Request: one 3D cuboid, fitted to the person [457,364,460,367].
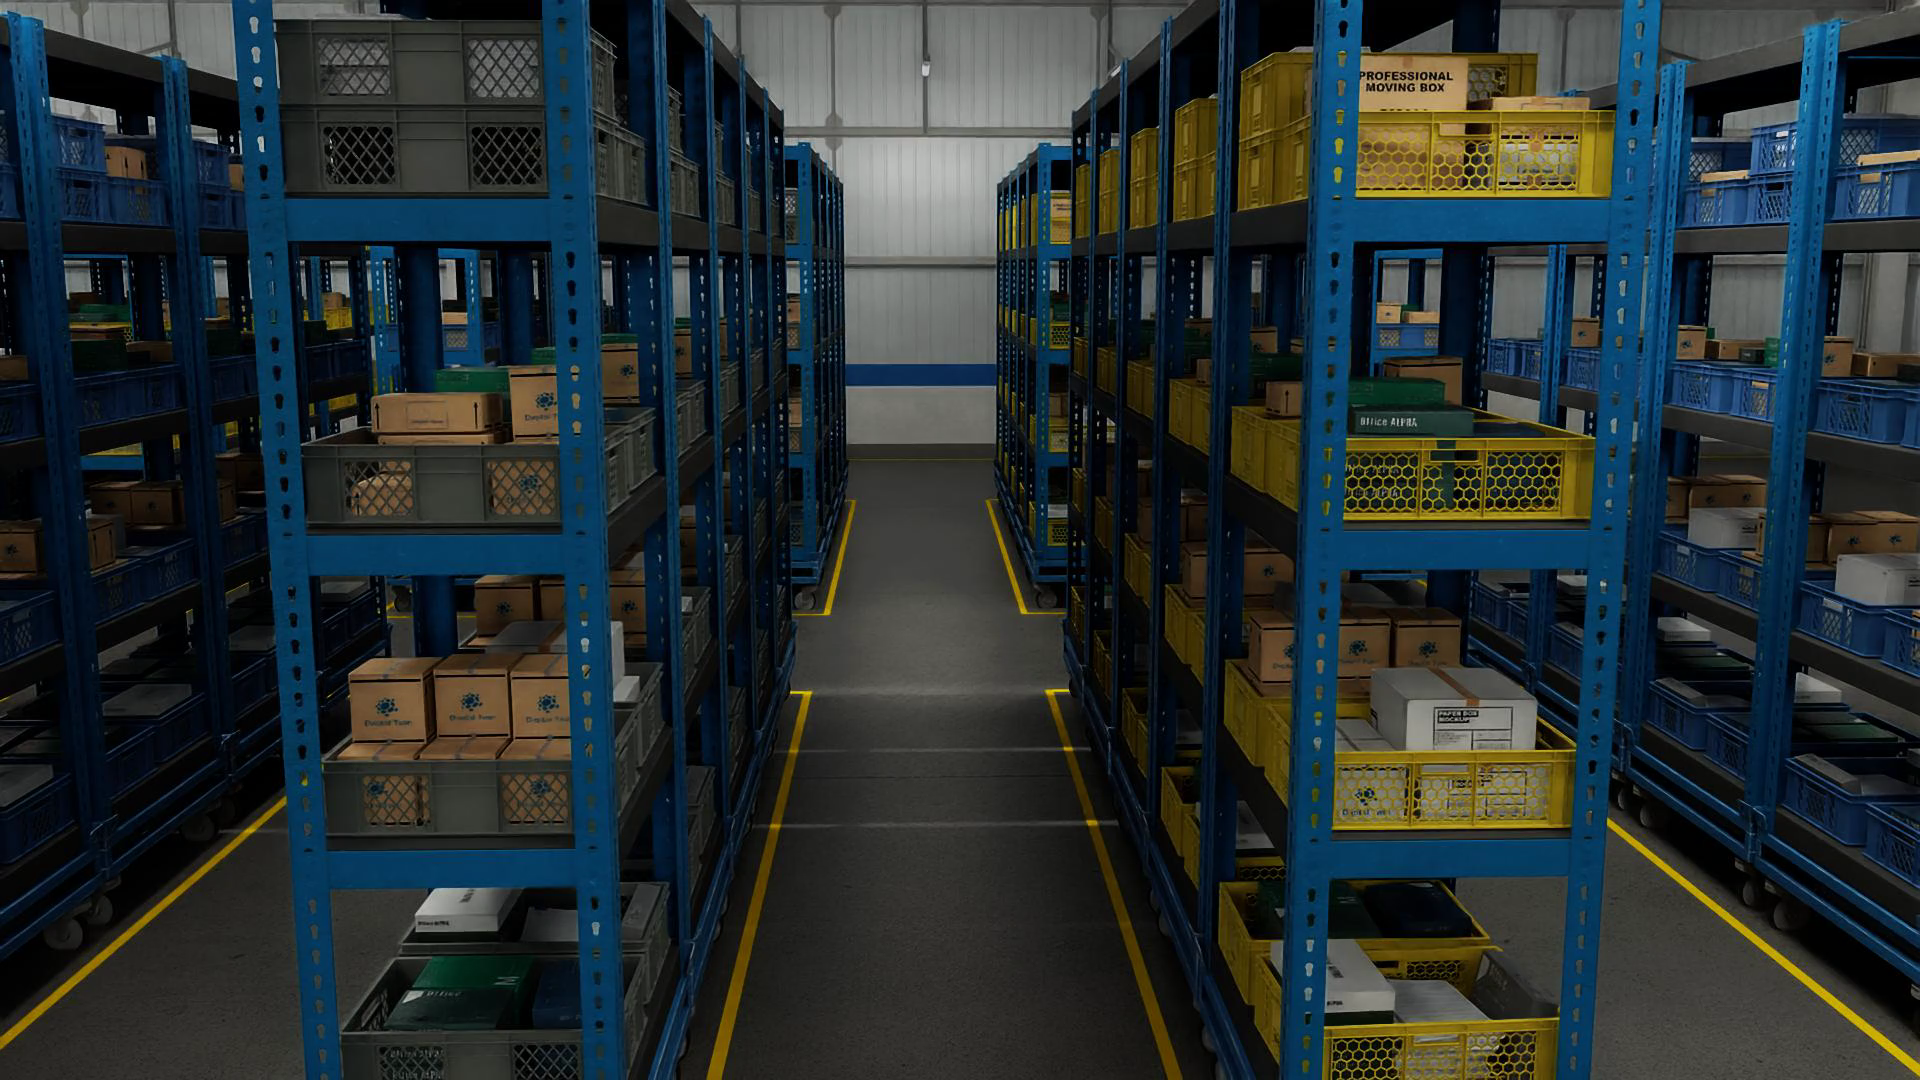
[{"bbox_3d":[-6.018,-1.568,20.483,0.622,1.793,0.750,9,13,43],"label":"person"}]
